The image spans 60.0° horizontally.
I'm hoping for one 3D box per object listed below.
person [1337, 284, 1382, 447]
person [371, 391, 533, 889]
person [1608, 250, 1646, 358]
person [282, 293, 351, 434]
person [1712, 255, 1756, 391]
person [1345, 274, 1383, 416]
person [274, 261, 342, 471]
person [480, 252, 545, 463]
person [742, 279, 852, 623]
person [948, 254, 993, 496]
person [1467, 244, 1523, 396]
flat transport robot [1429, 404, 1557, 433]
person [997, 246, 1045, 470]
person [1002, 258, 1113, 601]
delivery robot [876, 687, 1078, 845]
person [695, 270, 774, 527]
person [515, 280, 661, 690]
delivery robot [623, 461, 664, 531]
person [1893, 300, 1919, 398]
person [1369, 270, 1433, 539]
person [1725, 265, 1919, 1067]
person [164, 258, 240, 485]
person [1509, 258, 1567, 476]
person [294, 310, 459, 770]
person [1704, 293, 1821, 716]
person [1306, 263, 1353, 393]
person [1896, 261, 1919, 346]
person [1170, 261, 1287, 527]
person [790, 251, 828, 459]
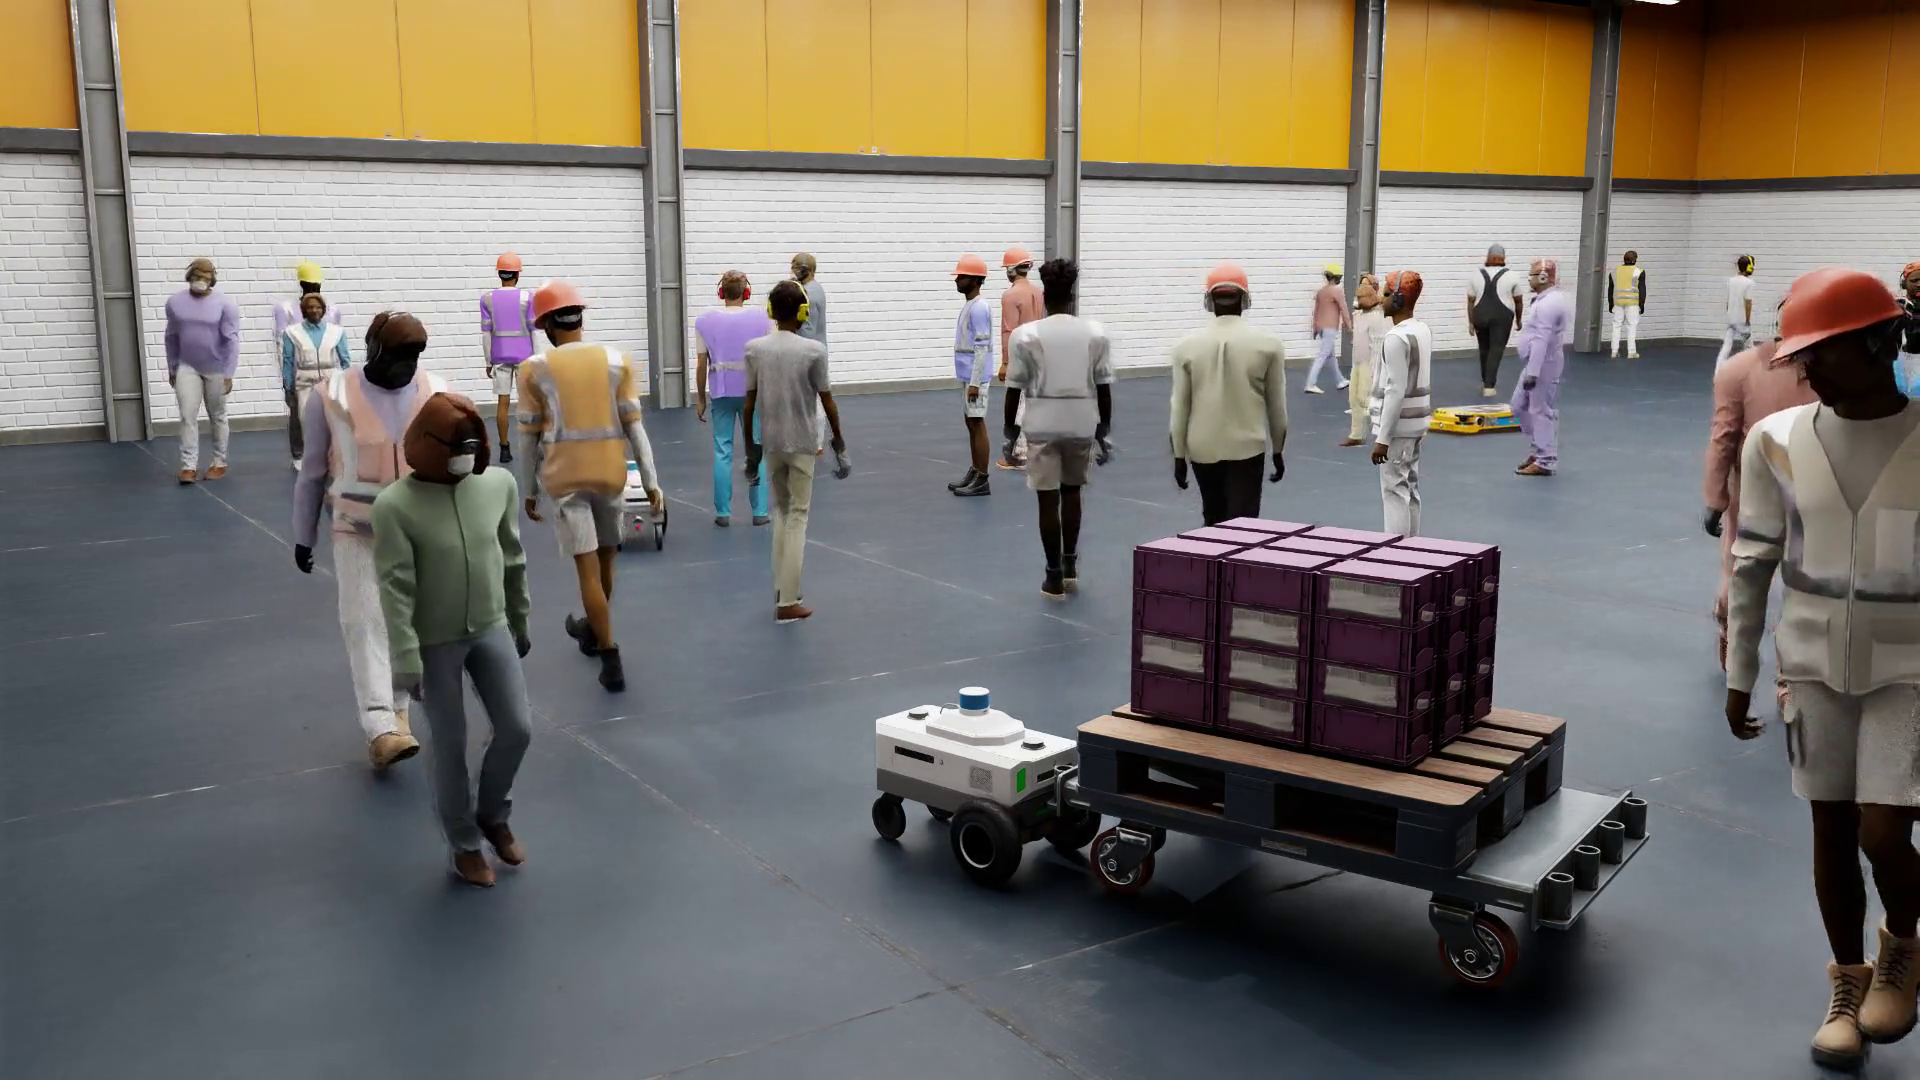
[{"bbox_3d":[4.041,-1.716,16.432,0.503,1.614,0.512,-2,11,-11],"label":"person"},{"bbox_3d":[-1.572,0.334,5.240,0.529,1.590,0.380,-9,14,-42],"label":"person"},{"bbox_3d":[11.485,-4.052,28.631,0.636,1.842,0.429,9,14,41],"label":"person"},{"bbox_3d":[-5.265,-1.219,13.709,0.541,1.606,0.758,-6,12,-30],"label":"person"},{"bbox_3d":[10.630,-2.933,22.537,0.941,1.822,0.555,-4,11,-19],"label":"person"},{"bbox_3d":[4.745,-2.270,19.403,0.308,1.645,0.516,-3,11,-17],"label":"person"},{"bbox_3d":[-5.682,-1.495,14.556,0.590,1.881,1.005,-7,13,-35],"label":"person"},{"bbox_3d":[-4.123,-1.678,15.350,0.543,1.940,0.361,0,10,-2],"label":"person"},{"bbox_3d":[-0.869,-0.489,9.089,0.544,1.851,0.597,5,11,24],"label":"person"},{"bbox_3d":[0.089,-1.323,13.395,0.347,1.942,0.548,-1,10,-7],"label":"person"},{"bbox_3d":[7.103,-2.949,22.039,0.683,2.000,1.049,7,12,33],"label":"person"},{"bbox_3d":[5.718,-1.328,18.004,1.431,0.197,0.652,-6,12,-30],"label":"flat transport robot"},{"bbox_3d":[0.531,-1.626,14.918,0.396,1.990,0.621,7,12,33],"label":"person"},{"bbox_3d":[0.539,-0.646,9.654,0.634,1.947,0.657,-2,11,-13],"label":"person"},{"bbox_3d":[0.046,0.741,5.627,0.707,0.478,0.477,9,14,41],"label":"delivery robot"},{"bbox_3d":[-1.602,-1.007,11.935,0.570,1.840,0.373,-1,10,-4],"label":"person"},{"bbox_3d":[-1.784,-0.280,7.875,0.616,1.866,0.970,-6,12,-29],"label":"person"},{"bbox_3d":[-2.226,-0.294,11.303,0.477,0.478,0.707,-3,11,-17],"label":"delivery robot"},{"bbox_3d":[5.831,-0.625,10.251,0.552,1.682,0.435,5,12,27],"label":"person"},{"bbox_3d":[2.573,-0.636,9.795,0.356,1.882,0.574,6,12,29],"label":"person"},{"bbox_3d":[2.220,0.332,4.139,0.632,2.005,0.454,10,14,43],"label":"person"},{"bbox_3d":[-6.379,-1.412,14.014,0.661,1.892,0.819,-1,10,-6],"label":"person"},{"bbox_3d":[5.026,-1.493,14.487,0.434,1.892,0.646,3,11,15],"label":"person"},{"bbox_3d":[-2.259,-0.006,6.611,0.663,1.786,0.941,-6,12,-29],"label":"person"},{"bbox_3d":[3.662,-0.199,7.425,0.648,1.882,0.863,3,11,17],"label":"person"},{"bbox_3d":[4.986,-2.820,22.230,0.917,1.720,0.543,-4,11,-22],"label":"person"},{"bbox_3d":[7.583,-1.285,13.345,0.584,1.882,0.337,2,10,8],"label":"person"},{"bbox_3d":[1.385,-0.475,8.715,0.606,1.959,0.890,4,11,22],"label":"person"},{"bbox_3d":[-1.426,-1.722,15.593,0.373,1.940,0.628,0,10,1],"label":"person"}]
